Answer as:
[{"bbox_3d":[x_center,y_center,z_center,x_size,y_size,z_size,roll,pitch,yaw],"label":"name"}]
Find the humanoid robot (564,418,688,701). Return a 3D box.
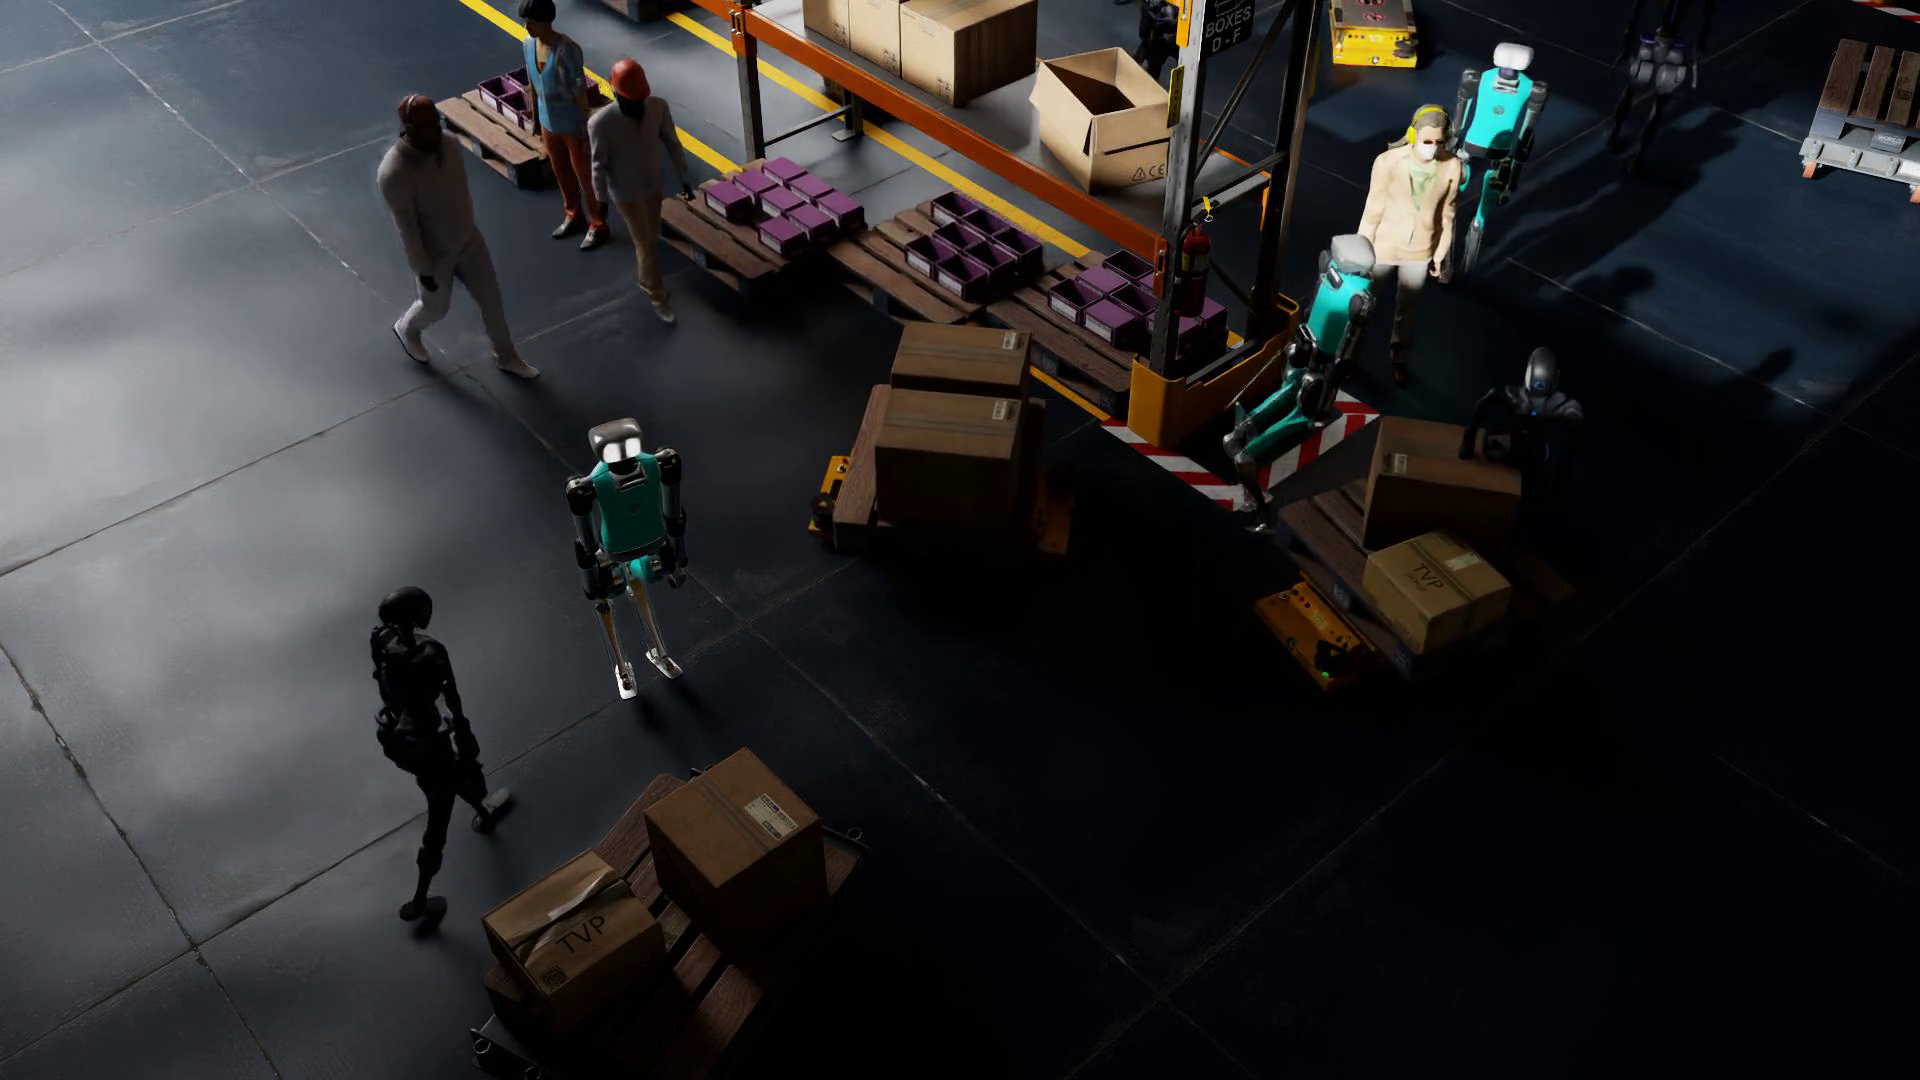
[{"bbox_3d":[-1.611,0.013,7.898,0.533,1.677,0.735,-21,47,-22],"label":"humanoid robot"}]

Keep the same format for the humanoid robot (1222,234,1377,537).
[{"bbox_3d":[1.717,-0.804,8.890,0.789,1.758,0.547,-8,43,-8],"label":"humanoid robot"}]

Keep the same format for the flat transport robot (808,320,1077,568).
[{"bbox_3d":[-0.084,-0.217,9.331,1.431,0.231,0.659,6,43,6],"label":"flat transport robot"}]

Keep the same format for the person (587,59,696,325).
[{"bbox_3d":[-1.937,-2.181,10.388,0.594,1.721,0.707,-32,52,-30],"label":"person"}]

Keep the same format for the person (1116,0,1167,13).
[{"bbox_3d":[1.591,-5.290,13.690,0.399,1.839,0.558,-31,51,-29],"label":"person"}]

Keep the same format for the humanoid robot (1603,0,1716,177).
[{"bbox_3d":[4.972,-3.450,11.815,0.589,1.639,0.627,12,44,13],"label":"humanoid robot"}]

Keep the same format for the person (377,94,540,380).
[{"bbox_3d":[-3.092,-1.780,9.847,0.874,1.870,0.639,22,47,22],"label":"person"}]

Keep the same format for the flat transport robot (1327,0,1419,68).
[{"bbox_3d":[3.408,-4.341,13.817,0.659,0.231,1.431,4,43,5],"label":"flat transport robot"}]

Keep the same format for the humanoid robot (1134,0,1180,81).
[{"bbox_3d":[1.555,-3.640,12.024,0.612,1.635,0.648,-19,46,-20],"label":"humanoid robot"}]

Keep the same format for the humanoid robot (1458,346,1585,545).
[{"bbox_3d":[2.787,-0.335,8.425,0.603,1.642,0.361,8,43,8],"label":"humanoid robot"}]

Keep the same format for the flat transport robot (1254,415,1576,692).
[{"bbox_3d":[2.337,0.299,8.769,1.431,0.231,0.659,-19,46,-19],"label":"flat transport robot"}]

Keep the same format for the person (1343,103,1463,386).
[{"bbox_3d":[2.602,-1.722,9.793,0.555,1.869,0.392,1,43,1],"label":"person"}]

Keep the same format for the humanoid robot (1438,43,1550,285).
[{"bbox_3d":[3.329,-2.357,10.654,0.558,1.895,0.708,11,44,12],"label":"humanoid robot"}]

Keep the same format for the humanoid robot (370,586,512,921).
[{"bbox_3d":[-2.314,0.885,7.139,0.593,1.623,0.780,25,48,25],"label":"humanoid robot"}]

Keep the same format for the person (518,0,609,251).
[{"bbox_3d":[-2.640,-2.765,11.004,0.501,1.759,0.339,22,47,22],"label":"person"}]
